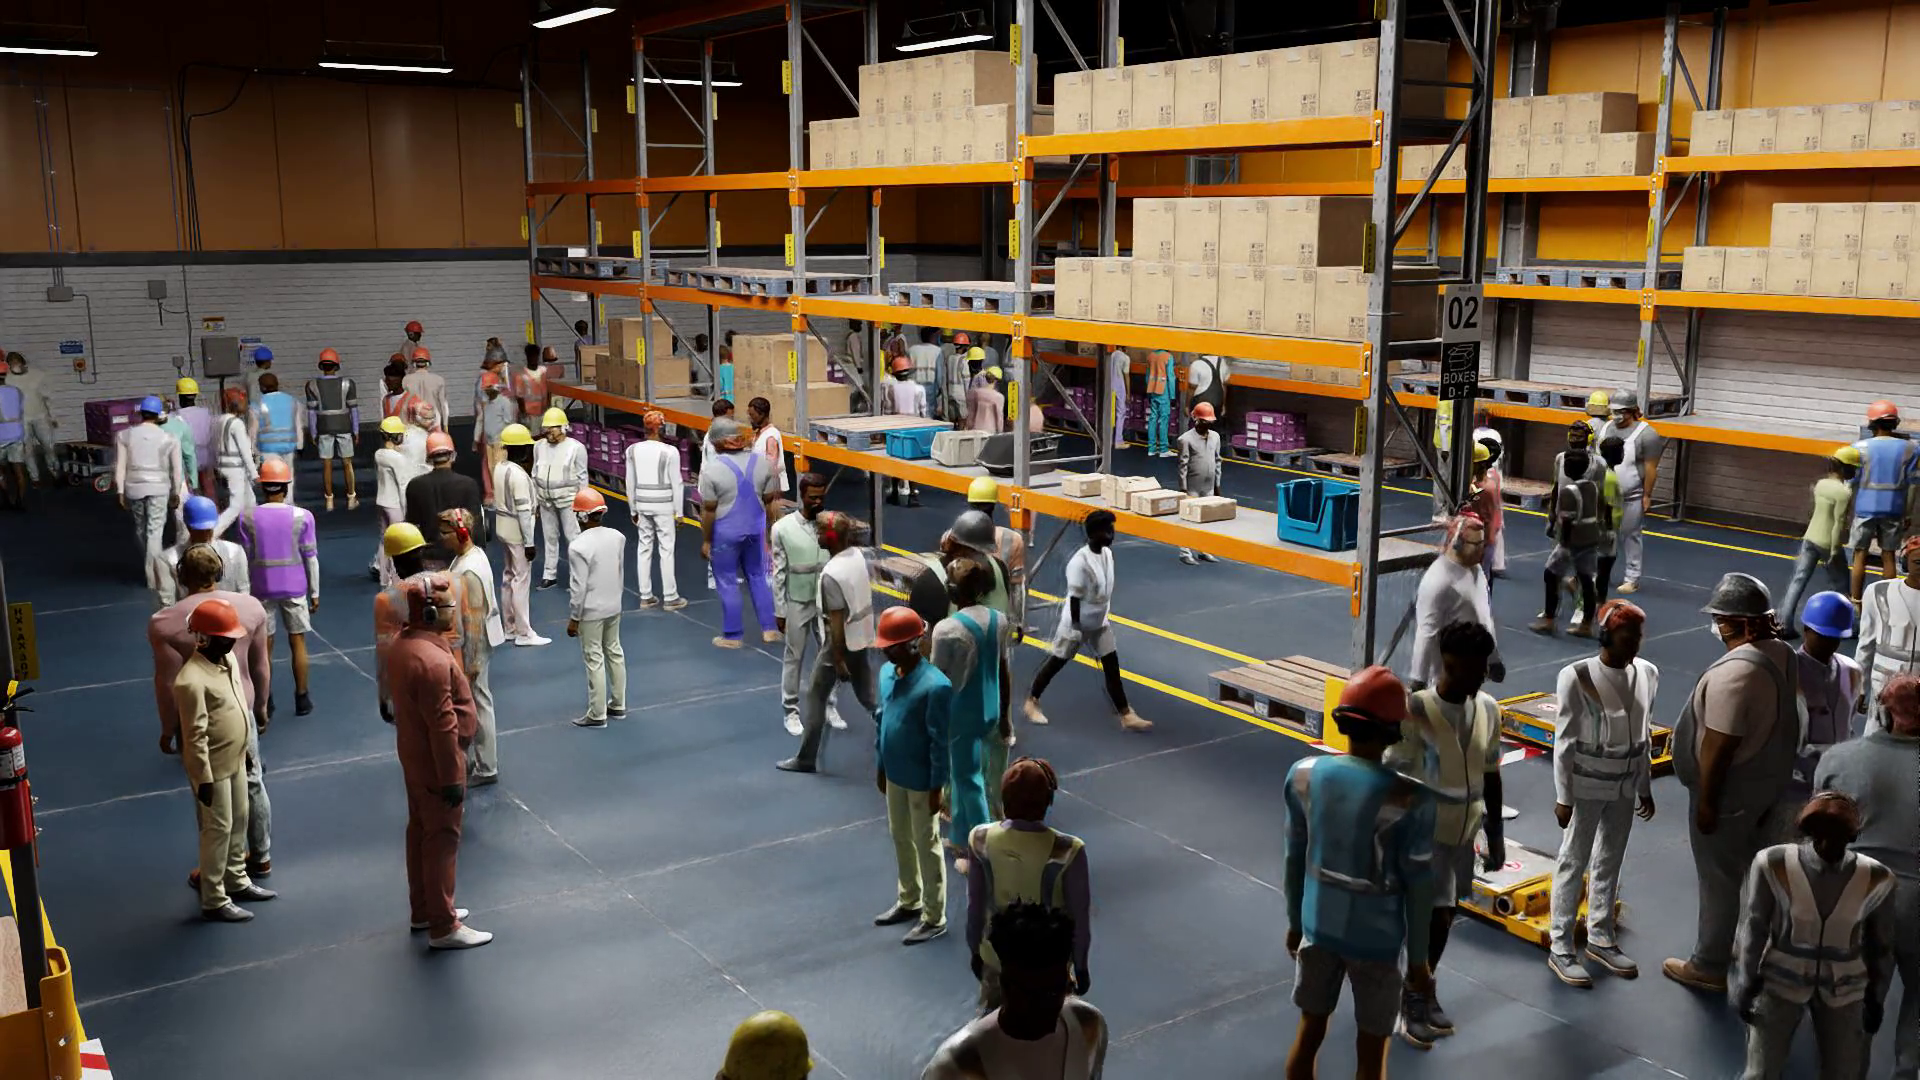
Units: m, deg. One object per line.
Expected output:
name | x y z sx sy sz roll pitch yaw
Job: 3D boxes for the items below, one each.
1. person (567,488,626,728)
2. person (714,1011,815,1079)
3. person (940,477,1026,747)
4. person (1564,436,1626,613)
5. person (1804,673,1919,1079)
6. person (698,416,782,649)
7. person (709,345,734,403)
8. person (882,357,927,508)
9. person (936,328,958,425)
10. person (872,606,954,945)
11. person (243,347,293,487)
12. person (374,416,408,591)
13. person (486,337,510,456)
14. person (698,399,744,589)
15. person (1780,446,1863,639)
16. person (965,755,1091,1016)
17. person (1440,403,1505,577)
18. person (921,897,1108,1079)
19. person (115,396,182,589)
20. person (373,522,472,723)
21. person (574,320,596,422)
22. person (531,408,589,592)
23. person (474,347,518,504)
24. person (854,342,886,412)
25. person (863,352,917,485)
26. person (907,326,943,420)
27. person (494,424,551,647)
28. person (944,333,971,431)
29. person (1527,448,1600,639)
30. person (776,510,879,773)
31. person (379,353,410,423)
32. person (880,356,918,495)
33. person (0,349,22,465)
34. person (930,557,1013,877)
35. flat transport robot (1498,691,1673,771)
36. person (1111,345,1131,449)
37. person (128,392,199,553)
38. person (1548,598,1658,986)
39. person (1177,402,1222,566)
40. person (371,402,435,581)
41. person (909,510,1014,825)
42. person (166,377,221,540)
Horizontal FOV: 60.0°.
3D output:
person | -2.658 0.487 12.090 0.327 1.753 0.561 5 12 26
person | -0.507 2.029 4.267 0.493 1.728 0.324 5 12 25
person | 0.159 0.520 11.487 0.592 1.925 0.373 1 11 7
person | 5.961 -0.139 15.476 0.470 1.680 0.543 4 12 19
person | 3.755 1.479 6.720 0.689 1.877 0.501 10 15 41
person | -1.914 -0.082 14.270 0.780 2.000 0.586 -9 14 -39
person | -3.382 -1.900 24.094 0.396 1.839 0.564 11 15 43
person | -0.708 -1.370 21.258 0.564 1.905 0.641 -1 11 -4
person | -0.225 -2.892 29.418 0.487 1.744 0.294 -10 15 -43
person | -0.269 1.187 8.555 0.354 1.737 0.578 -8 14 -37
person | -9.578 -1.680 22.780 0.623 1.922 0.870 7 13 30
person | -5.528 -0.332 16.283 0.337 1.757 0.518 -10 15 -43
person | -7.116 -2.202 25.620 0.343 1.847 0.506 -7 13 -32
person | -2.395 -0.455 16.534 0.396 1.908 0.600 0 11 1
person | 7.605 0.037 14.478 0.907 1.705 0.545 -1 11 -6
person | 0.258 1.646 6.485 0.519 1.633 0.314 5 12 26
person | 5.335 -0.529 17.248 0.564 1.774 1.041 -6 12 -27
person | 0.152 1.880 4.573 0.616 1.917 1.016 -6 13 -30
person | -8.167 -0.497 16.806 0.605 1.881 0.891 -3 11 -14
person | -3.207 0.831 9.942 0.474 1.902 0.612 10 15 43
person | -6.401 -2.801 28.477 0.367 1.933 0.627 2 11 11
person | -3.955 -0.393 16.393 0.588 1.835 0.404 3 11 15
person | -5.984 -1.490 21.478 0.535 2.000 0.732 -2 11 -11
person | -1.349 -2.070 24.946 0.756 1.846 0.516 7 13 32
person | -0.896 -1.647 22.785 0.972 1.839 0.595 2 11 8
person | -0.597 -2.582 27.500 0.608 1.885 0.782 1 11 4
person | -3.811 -0.044 14.366 0.369 1.928 0.585 -8 13 -34
person | 0.004 -2.187 25.343 0.384 1.929 0.543 -9 14 -37
person | 5.360 0.020 14.676 0.537 1.672 0.651 -8 13 -35
person | -0.723 0.684 10.973 0.943 1.807 0.583 4 12 18
person | -7.475 -1.570 22.328 0.577 1.877 0.342 -4 12 -19
person | -0.801 -1.517 22.123 0.640 1.851 0.384 -2 11 -10
person | -14.291 -1.996 24.827 0.352 1.744 0.565 -10 15 -42
person | -0.033 0.987 9.351 0.701 1.823 0.506 10 15 42
flat transport robot | 4.315 1.318 11.651 0.652 0.197 1.431 -7 13 -31
person | 2.527 -2.360 26.464 0.349 1.836 0.517 -8 14 -36
person | -8.139 -0.557 17.029 0.643 1.926 0.401 -6 13 -29
person | 3.123 1.211 8.060 0.572 1.884 0.356 -4 12 -21
person | 2.560 -0.599 17.678 0.566 1.744 0.350 -7 13 -32
person | -5.535 -0.482 16.838 0.932 1.856 0.656 -4 12 -18
person | 0.055 0.770 9.909 0.705 2.000 0.698 -6 13 -29
person | -8.465 -0.832 18.391 0.361 1.930 0.589 8 14 37
